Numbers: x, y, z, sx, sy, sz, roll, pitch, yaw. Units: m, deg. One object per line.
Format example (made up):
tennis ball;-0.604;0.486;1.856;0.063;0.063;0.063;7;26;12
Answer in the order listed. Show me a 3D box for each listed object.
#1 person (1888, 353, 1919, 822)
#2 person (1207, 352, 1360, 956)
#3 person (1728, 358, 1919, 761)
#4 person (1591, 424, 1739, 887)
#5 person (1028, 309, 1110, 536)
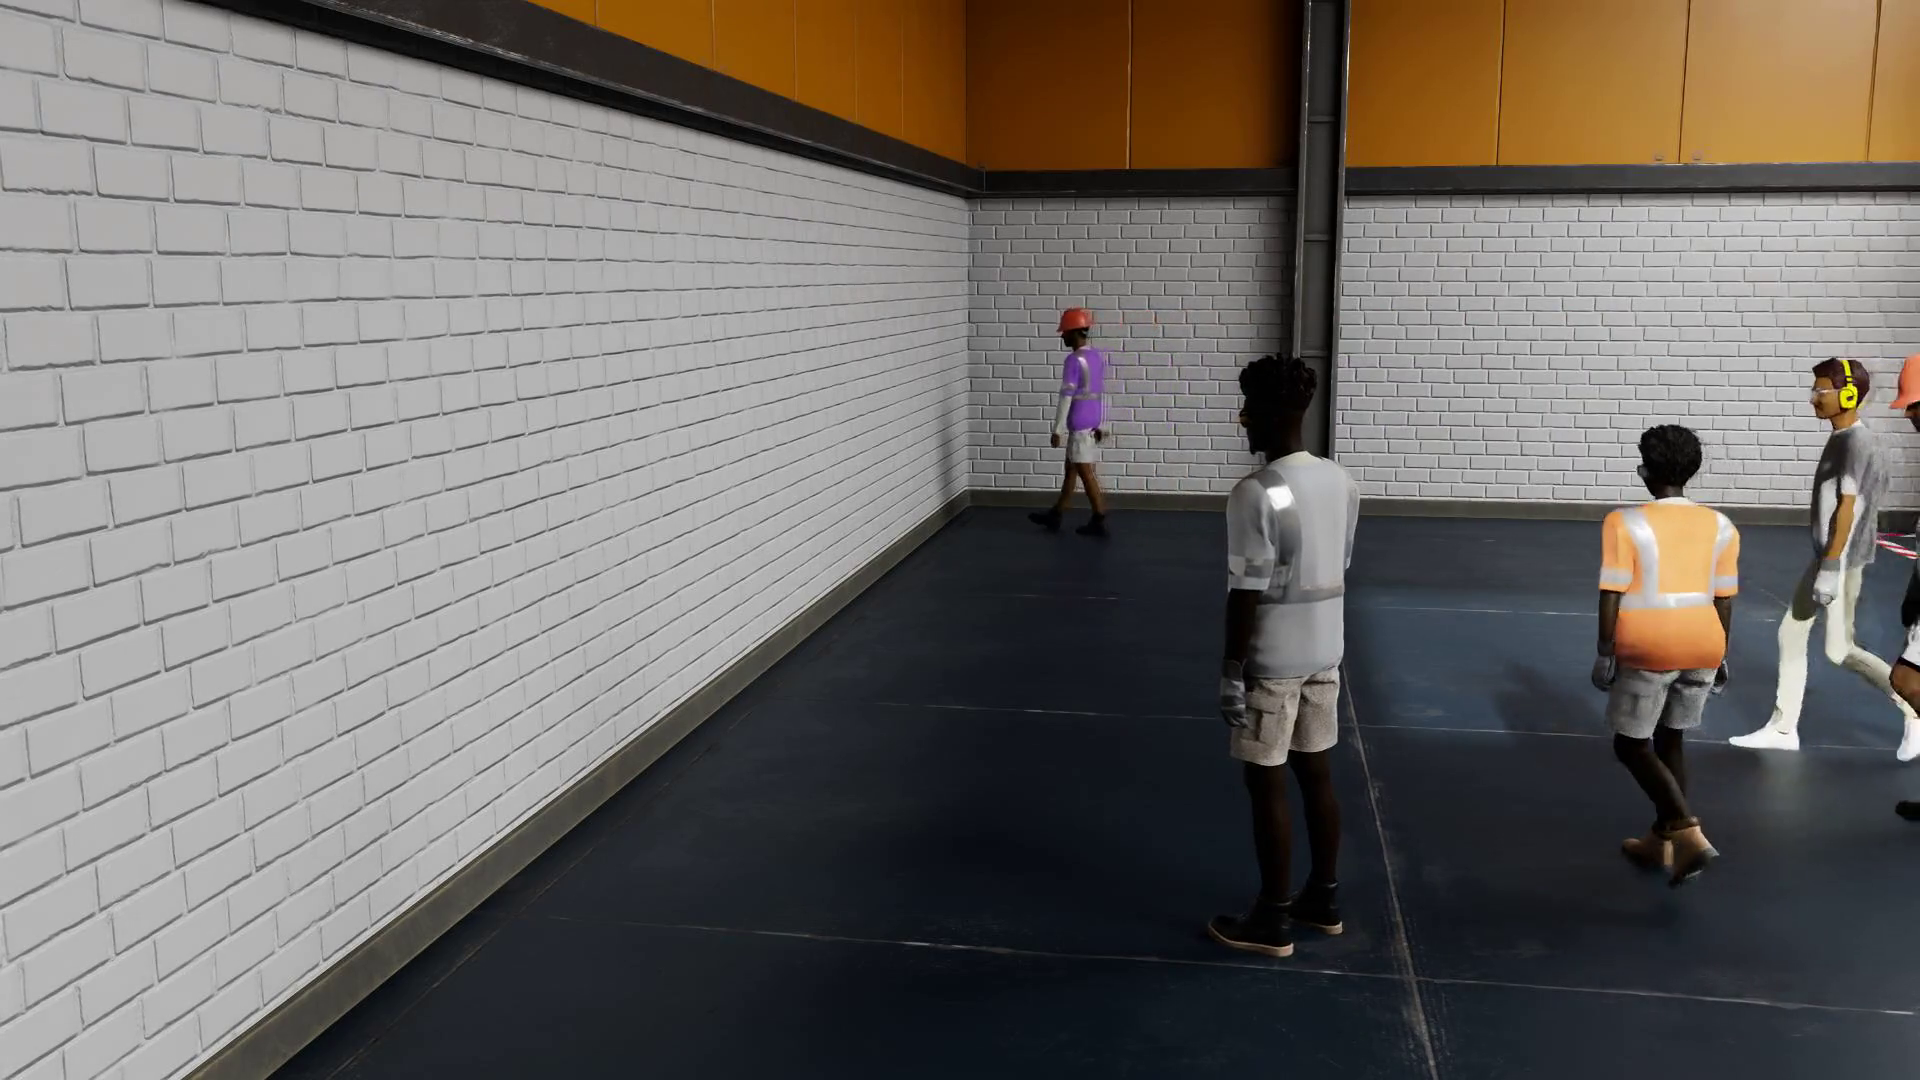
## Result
person;3.921;0.205;6.646;0.492;1.896;0.581;4;10;24
person;1.057;0.371;5.453;0.606;1.959;0.370;-8;12;-42
person;4.027;0.097;7.518;0.804;1.841;0.529;2;9;15
person;2.574;0.431;5.944;0.549;1.672;0.571;-2;9;-14
person;0.927;-0.986;14.023;0.814;1.899;0.568;5;10;26
